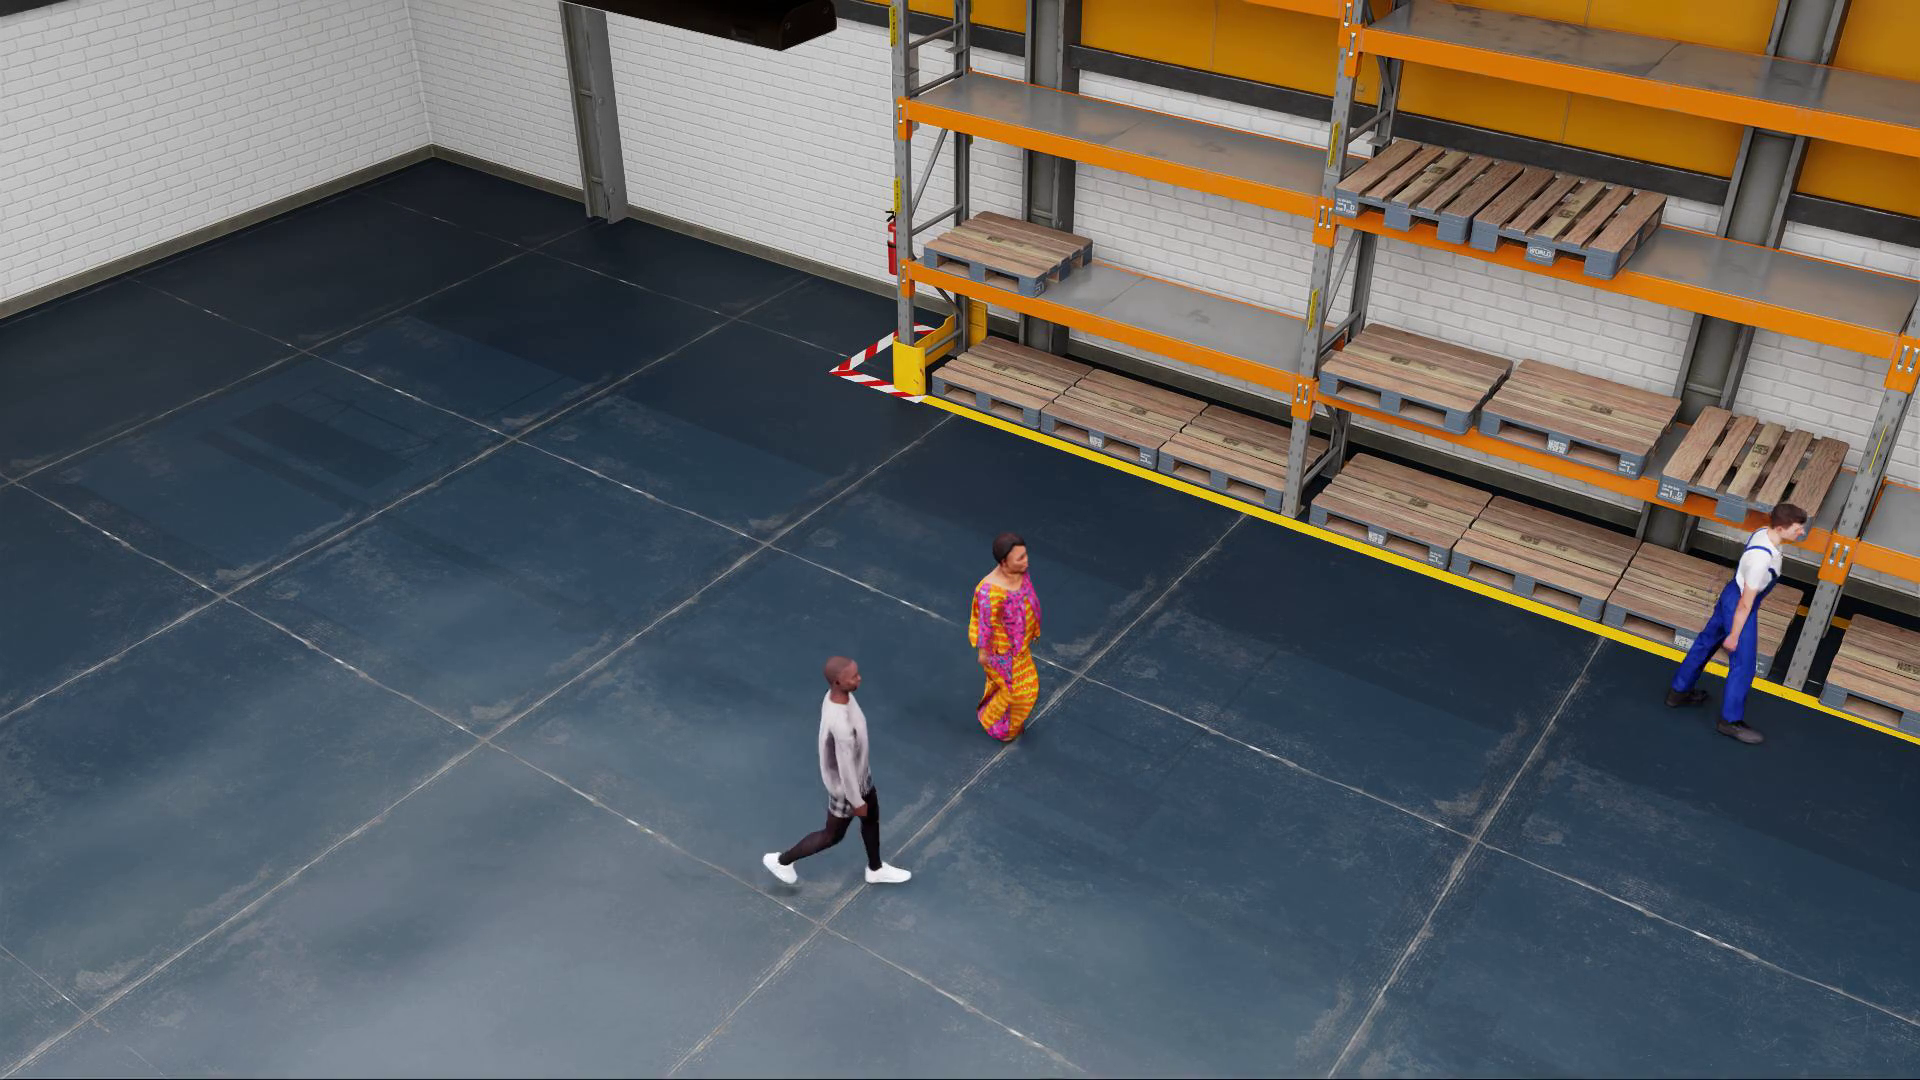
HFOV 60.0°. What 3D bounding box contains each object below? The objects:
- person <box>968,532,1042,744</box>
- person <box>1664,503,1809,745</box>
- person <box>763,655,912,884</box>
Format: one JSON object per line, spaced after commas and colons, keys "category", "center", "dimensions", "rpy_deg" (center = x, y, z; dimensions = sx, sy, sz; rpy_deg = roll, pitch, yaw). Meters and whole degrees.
{"category": "person", "center": [0.270, 0.634, 11.199], "dimensions": [0.767, 1.658, 0.695], "rpy_deg": [15, 37, 22]}
{"category": "person", "center": [5.228, 0.481, 11.279], "dimensions": [0.947, 1.824, 0.730], "rpy_deg": [11, 35, 16]}
{"category": "person", "center": [-0.780, 1.438, 9.910], "dimensions": [1.202, 1.745, 1.026], "rpy_deg": [0, 34, 1]}
